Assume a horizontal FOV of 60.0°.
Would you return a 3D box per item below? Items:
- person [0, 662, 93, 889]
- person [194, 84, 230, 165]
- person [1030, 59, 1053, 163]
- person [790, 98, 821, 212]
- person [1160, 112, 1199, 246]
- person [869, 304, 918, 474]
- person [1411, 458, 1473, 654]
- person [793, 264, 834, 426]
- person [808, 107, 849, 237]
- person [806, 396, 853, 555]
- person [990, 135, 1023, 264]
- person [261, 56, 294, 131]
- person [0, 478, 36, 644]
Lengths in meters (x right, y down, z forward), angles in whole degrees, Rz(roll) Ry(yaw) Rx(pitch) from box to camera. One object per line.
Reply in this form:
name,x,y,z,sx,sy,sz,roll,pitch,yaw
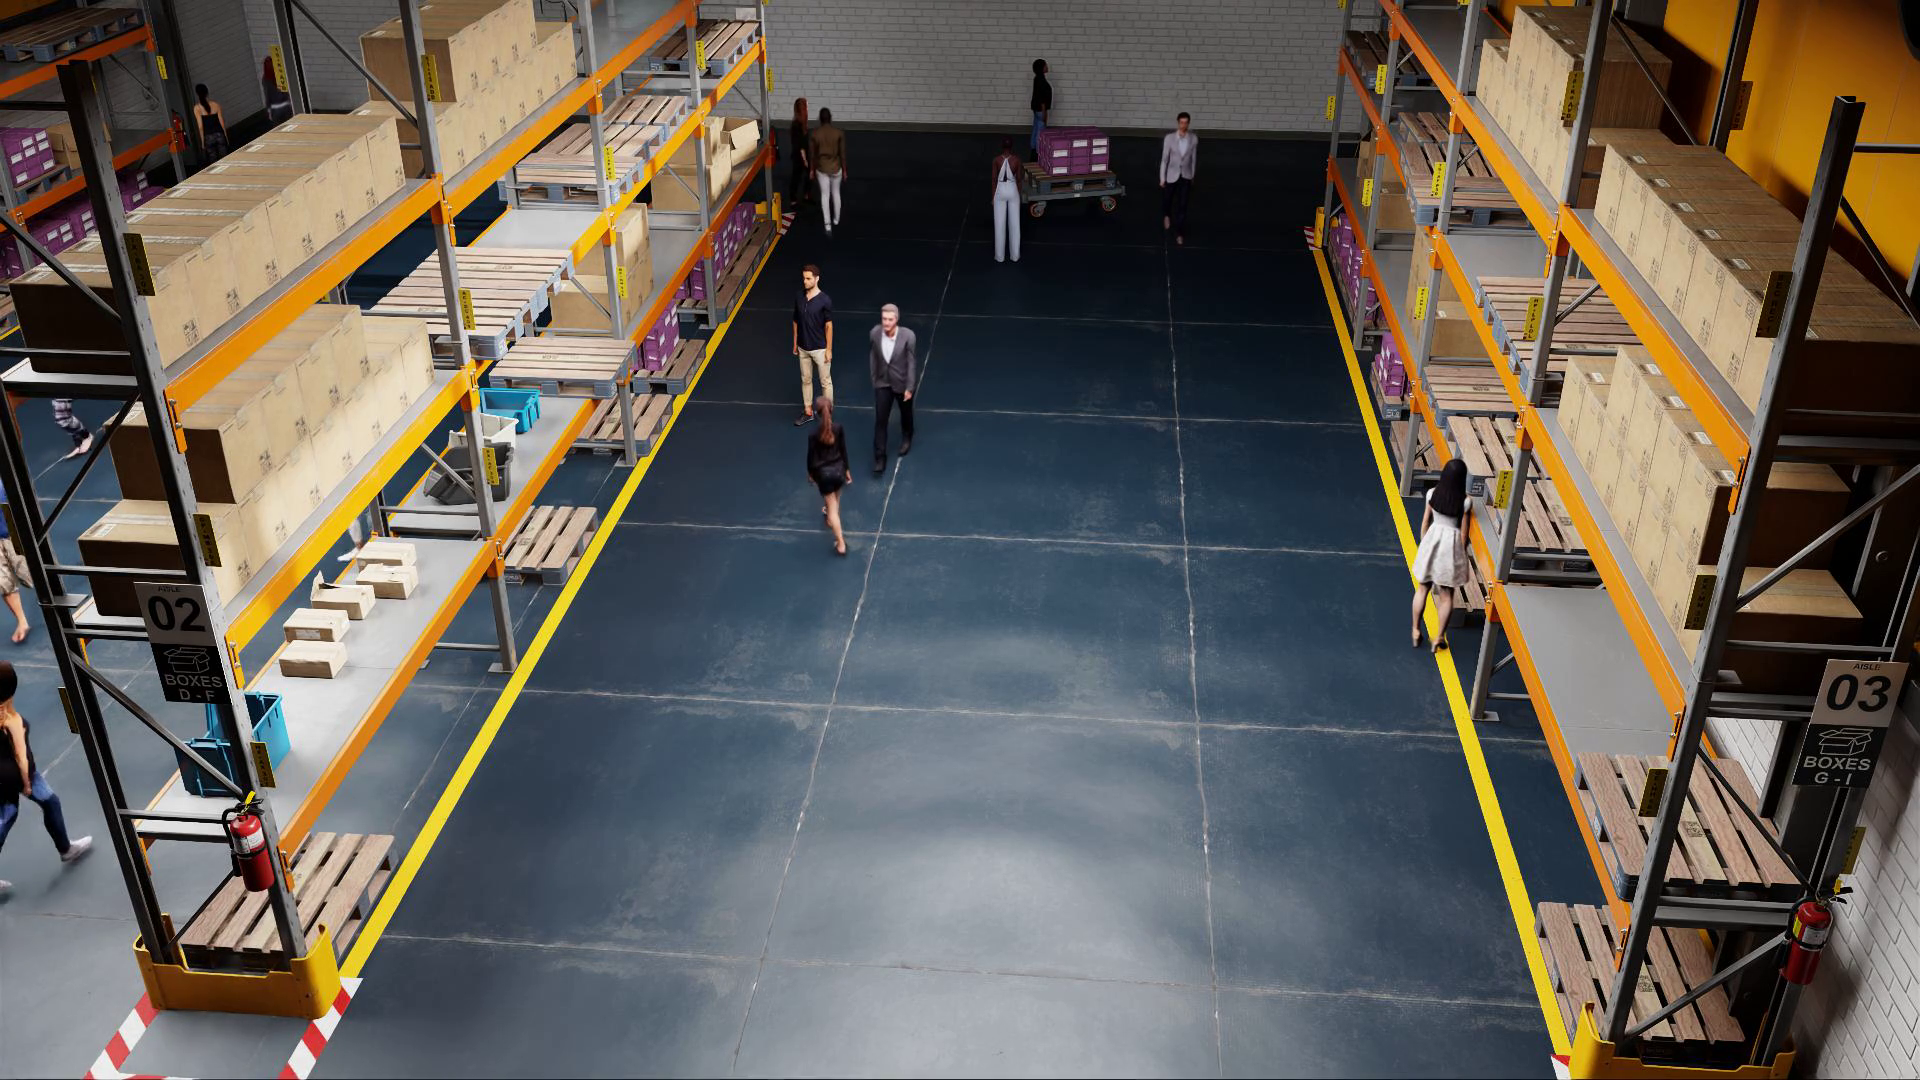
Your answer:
person,-6.576,1.659,11.424,0.794,1.689,1.095,12,31,21
person,-11.563,-6.203,25.796,0.650,1.727,0.697,-19,34,-30
person,1.308,-7.049,27.375,0.697,1.701,0.575,-6,29,-11
person,-2.507,-5.805,25.098,0.690,1.697,0.603,5,29,8
person,3.122,-5.242,23.936,0.732,1.823,1.152,0,29,-1
person,-0.667,-1.646,17.389,0.782,1.778,1.251,6,29,12
person,4.103,0.127,14.149,0.773,1.769,0.795,18,33,30
person,-1.598,-2.126,18.185,0.692,1.859,0.637,12,31,21
person,-1.907,-5.314,24.092,0.874,1.798,1.199,-3,29,-5
person,-1.209,-0.587,15.710,0.849,1.528,1.055,-11,30,-19
person,0.644,-4.716,23.013,0.618,1.783,0.543,-3,29,-5
person,-11.072,-6.960,27.175,1.016,1.737,1.090,-21,35,-33
person,-8.268,-0.059,14.416,0.819,1.838,1.020,-7,29,-12
